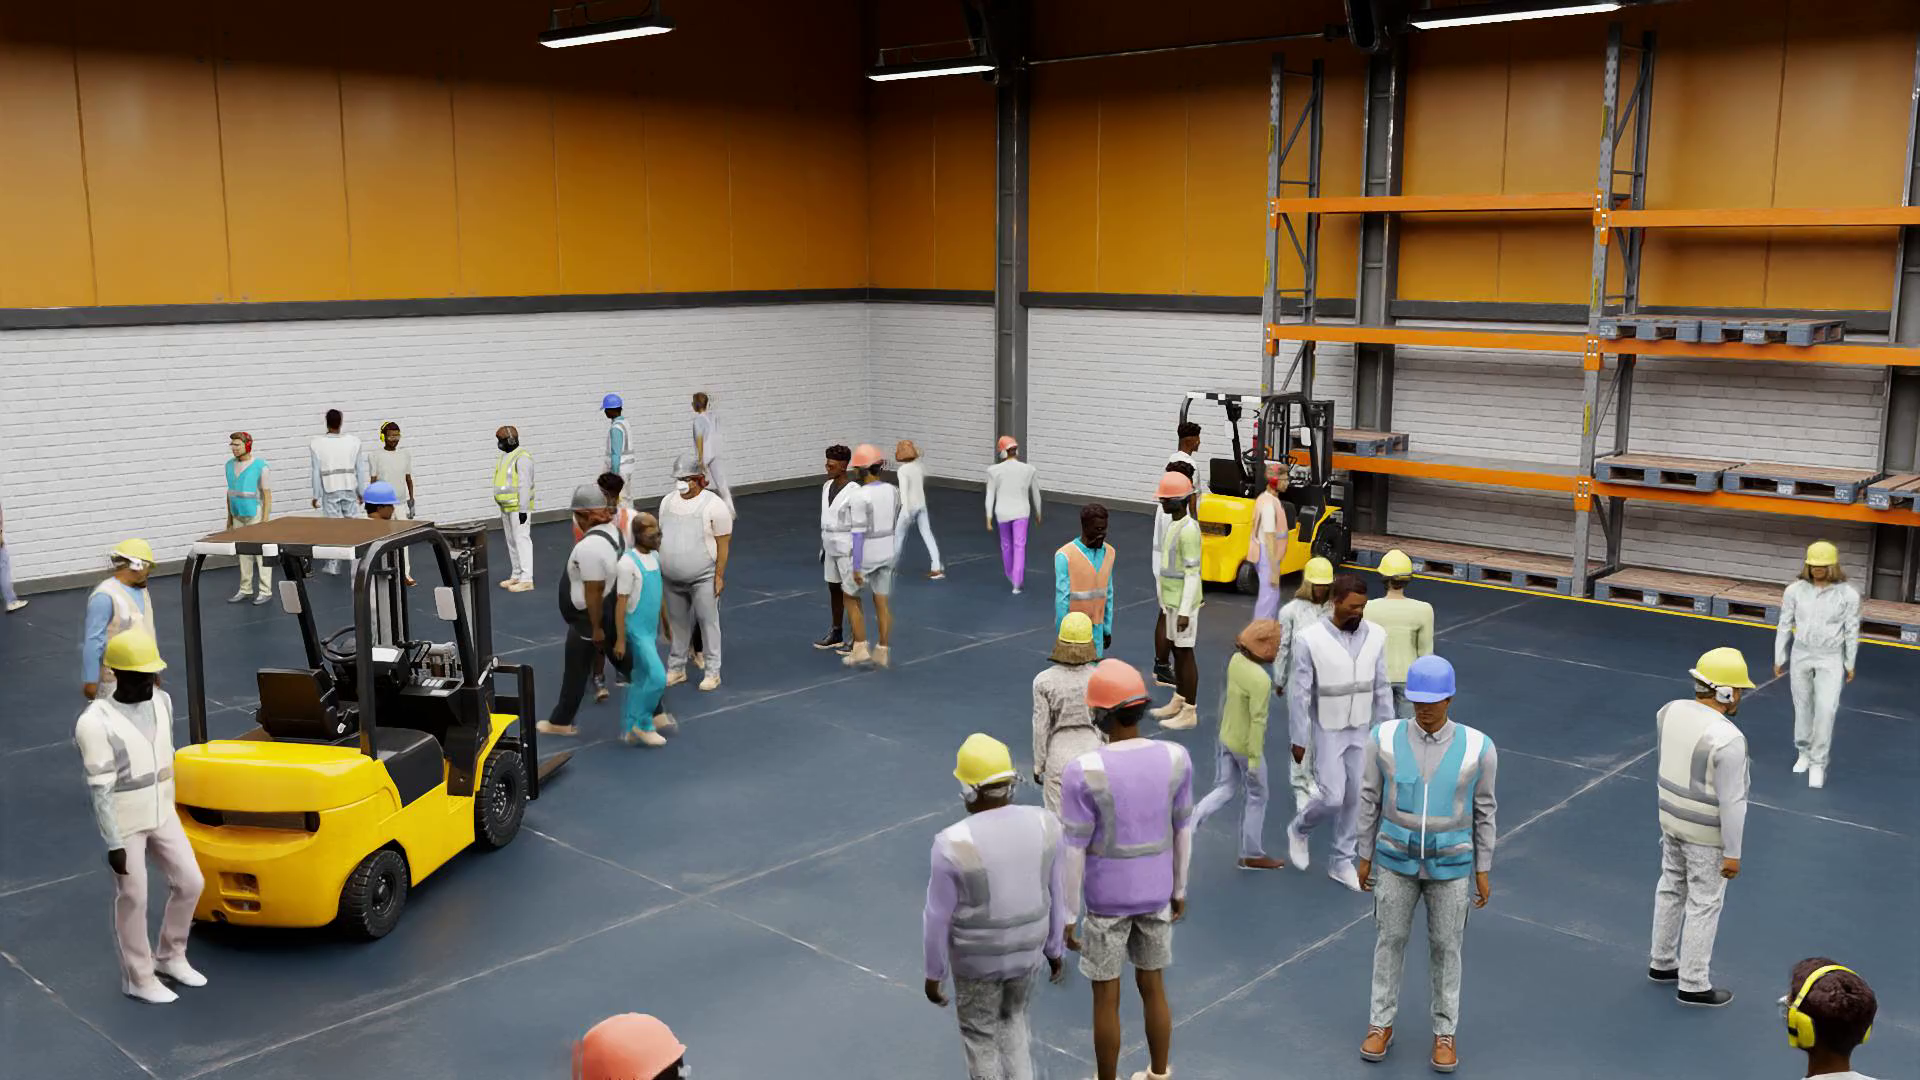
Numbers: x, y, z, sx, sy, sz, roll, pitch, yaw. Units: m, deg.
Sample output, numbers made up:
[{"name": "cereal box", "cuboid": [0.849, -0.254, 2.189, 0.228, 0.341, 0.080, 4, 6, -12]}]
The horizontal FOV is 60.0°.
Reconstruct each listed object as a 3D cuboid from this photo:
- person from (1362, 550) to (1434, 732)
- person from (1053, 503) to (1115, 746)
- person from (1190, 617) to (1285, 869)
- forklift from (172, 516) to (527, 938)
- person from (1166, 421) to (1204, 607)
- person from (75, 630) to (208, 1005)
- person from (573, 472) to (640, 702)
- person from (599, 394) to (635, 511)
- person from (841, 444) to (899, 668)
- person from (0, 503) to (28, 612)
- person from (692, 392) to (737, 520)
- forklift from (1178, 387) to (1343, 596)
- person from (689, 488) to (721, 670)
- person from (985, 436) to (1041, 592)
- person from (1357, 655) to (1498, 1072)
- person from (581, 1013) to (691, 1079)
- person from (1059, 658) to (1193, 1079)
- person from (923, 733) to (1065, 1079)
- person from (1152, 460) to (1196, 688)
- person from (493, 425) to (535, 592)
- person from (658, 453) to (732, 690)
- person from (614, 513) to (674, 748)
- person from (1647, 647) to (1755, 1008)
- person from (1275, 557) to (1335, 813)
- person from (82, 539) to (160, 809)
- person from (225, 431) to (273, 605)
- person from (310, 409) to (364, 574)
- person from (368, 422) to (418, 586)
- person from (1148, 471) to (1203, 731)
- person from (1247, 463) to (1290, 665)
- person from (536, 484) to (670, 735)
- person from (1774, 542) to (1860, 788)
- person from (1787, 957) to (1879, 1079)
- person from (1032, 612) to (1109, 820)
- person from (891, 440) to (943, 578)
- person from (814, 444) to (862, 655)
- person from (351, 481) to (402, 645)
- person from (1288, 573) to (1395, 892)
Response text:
[{"name": "person", "cuboid": [2.895, 0.941, 11.157, 0.533, 1.772, 0.297, 1, 10, 3]}, {"name": "person", "cuboid": [0.921, 0.657, 12.412, 0.583, 1.903, 0.407, -9, 13, -41]}, {"name": "person", "cuboid": [1.616, 1.236, 9.950, 0.704, 1.596, 0.551, -3, 10, -14]}, {"name": "forklift", "cuboid": [-3.583, 0.976, 9.748, 1.214, 2.155, 2.313, 2, 10, 11]}, {"name": "person", "cuboid": [2.366, -0.275, 17.521, 0.361, 1.963, 0.613, -3, 10, -15]}, {"name": "person", "cuboid": [-4.024, 1.384, 8.233, 0.477, 1.911, 0.603, 4, 11, 20]}, {"name": "person", "cuboid": [-2.925, 0.372, 14.010, 0.604, 1.902, 0.969, -3, 10, -16]}, {"name": "person", "cuboid": [-4.335, -0.888, 21.101, 0.416, 1.939, 0.604, 0, 10, -1]}, {"name": "person", "cuboid": [-0.845, 0.147, 14.942, 0.533, 2.024, 0.628, 9, 13, 41]}, {"name": "person", "cuboid": [-9.970, -0.083, 17.045, 0.538, 1.740, 0.707, 0, 10, 3]}, {"name": "person", "cuboid": [-3.497, -1.140, 22.937, 0.974, 1.800, 0.507, 6, 11, 29]}, {"name": "forklift", "cuboid": [3.298, -0.608, 18.767, 1.214, 2.155, 2.313, 9, 13, 42]}, {"name": "person", "cuboid": [-2.314, 0.343, 14.897, 0.450, 1.665, 0.604, 3, 10, 16]}, {"name": "person", "cuboid": [0.596, -0.311, 18.496, 0.599, 1.681, 0.921, 1, 10, 5]}, {"name": "person", "cuboid": [2.130, 1.470, 7.639, 0.617, 1.946, 0.396, 4, 11, 20]}, {"name": "person", "cuboid": [-0.640, 2.107, 4.254, 0.656, 1.875, 0.373, 0, 10, 3]}, {"name": "person", "cuboid": [0.693, 1.512, 7.175, 0.631, 2.033, 0.429, -4, 11, -22]}, {"name": "person", "cuboid": [0.126, 1.678, 6.816, 0.620, 1.813, 0.439, -5, 11, -28]}, {"name": "person", "cuboid": [1.844, 0.279, 14.366, 0.362, 1.963, 0.613, 0, 10, 3]}, {"name": "person", "cuboid": [-4.927, -0.355, 18.383, 0.429, 1.829, 0.638, -8, 13, -37]}, {"name": "person", "cuboid": [-2.316, 0.268, 14.220, 0.682, 2.000, 0.537, 4, 11, 21]}, {"name": "person", "cuboid": [-2.356, 0.685, 12.460, 0.511, 1.819, 0.653, 2, 10, 14]}, {"name": "person", "cuboid": [3.696, 1.423, 8.284, 0.403, 1.819, 0.601, -2, 10, -12]}, {"name": "person", "cuboid": [2.403, 0.963, 11.200, 0.500, 1.709, 0.838, -1, 10, -5]}, {"name": "person", "cuboid": [-5.722, 0.909, 11.338, 0.406, 1.788, 0.727, 1, 10, 6]}, {"name": "person", "cuboid": [-7.535, -0.236, 17.647, 0.564, 1.844, 0.388, 4, 11, 22]}, {"name": "person", "cuboid": [-7.221, -0.553, 19.302, 0.619, 1.908, 0.407, -7, 12, -35]}, {"name": "person", "cuboid": [-6.305, -0.389, 18.490, 0.509, 1.860, 0.334, -8, 13, -40]}, {"name": "person", "cuboid": [1.695, 0.476, 13.034, 0.395, 2.040, 0.609, -1, 10, -4]}, {"name": "person", "cuboid": [2.806, 0.208, 15.133, 0.388, 1.844, 0.586, 2, 10, 11]}, {"name": "person", "cuboid": [-2.751, 0.517, 12.799, 1.048, 2.000, 0.689, 3, 10, 14]}, {"name": "person", "cuboid": [6.016, 0.867, 11.735, 0.508, 1.711, 0.769, 8, 12, 37]}, {"name": "person", "cuboid": [2.329, 2.055, 4.572, 0.511, 1.861, 0.322, -2, 10, -11]}, {"name": "person", "cuboid": [0.649, 1.262, 9.402, 0.484, 1.745, 0.297, 0, 10, 2]}, {"name": "person", "cuboid": [-0.549, -0.351, 19.048, 0.883, 1.578, 0.487, 8, 13, 37]}, {"name": "person", "cuboid": [-1.109, 0.082, 15.489, 0.368, 1.967, 0.600, -9, 13, -40]}, {"name": "person", "cuboid": [-4.612, 0.496, 13.228, 0.421, 1.939, 0.607, -7, 12, -34]}, {"name": "person", "cuboid": [2.240, 1.114, 9.801, 0.613, 1.896, 0.522, -4, 11, -24]}]
